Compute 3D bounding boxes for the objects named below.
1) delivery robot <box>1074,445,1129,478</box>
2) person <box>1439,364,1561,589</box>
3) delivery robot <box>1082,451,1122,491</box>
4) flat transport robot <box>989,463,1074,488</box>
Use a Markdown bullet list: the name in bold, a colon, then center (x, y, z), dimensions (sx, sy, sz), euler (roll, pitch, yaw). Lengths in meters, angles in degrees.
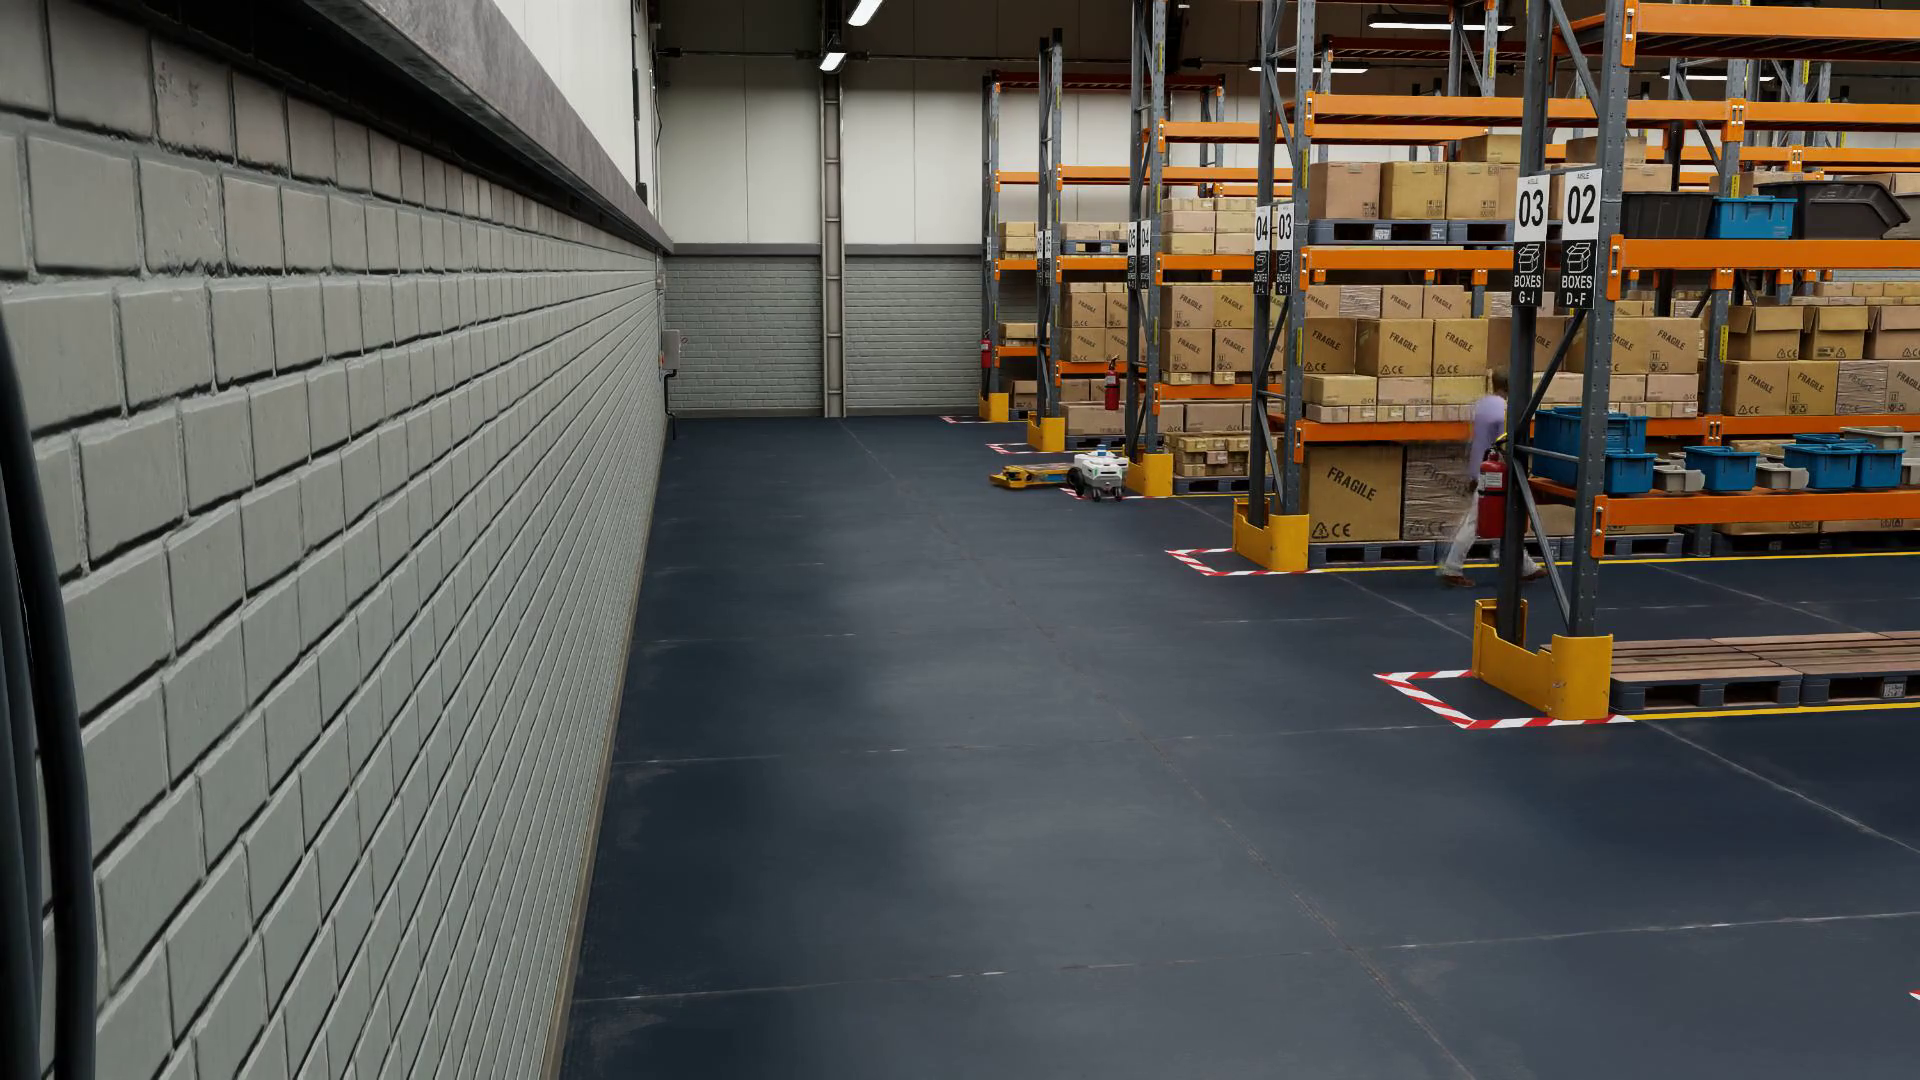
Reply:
- **delivery robot**: center (1.703, -0.906, 20.017), dimensions (0.477, 0.478, 0.707), euler (-7, 11, -36)
- **person**: center (4.495, -0.516, 13.807), dimensions (1.040, 1.882, 0.647), euler (0, 9, 1)
- **delivery robot**: center (1.646, -0.794, 19.324), dimensions (0.477, 0.478, 0.707), euler (-1, 9, -8)
- **flat transport robot**: center (1.146, -0.815, 20.617), dimensions (1.431, 0.197, 0.652), euler (-4, 10, -21)
